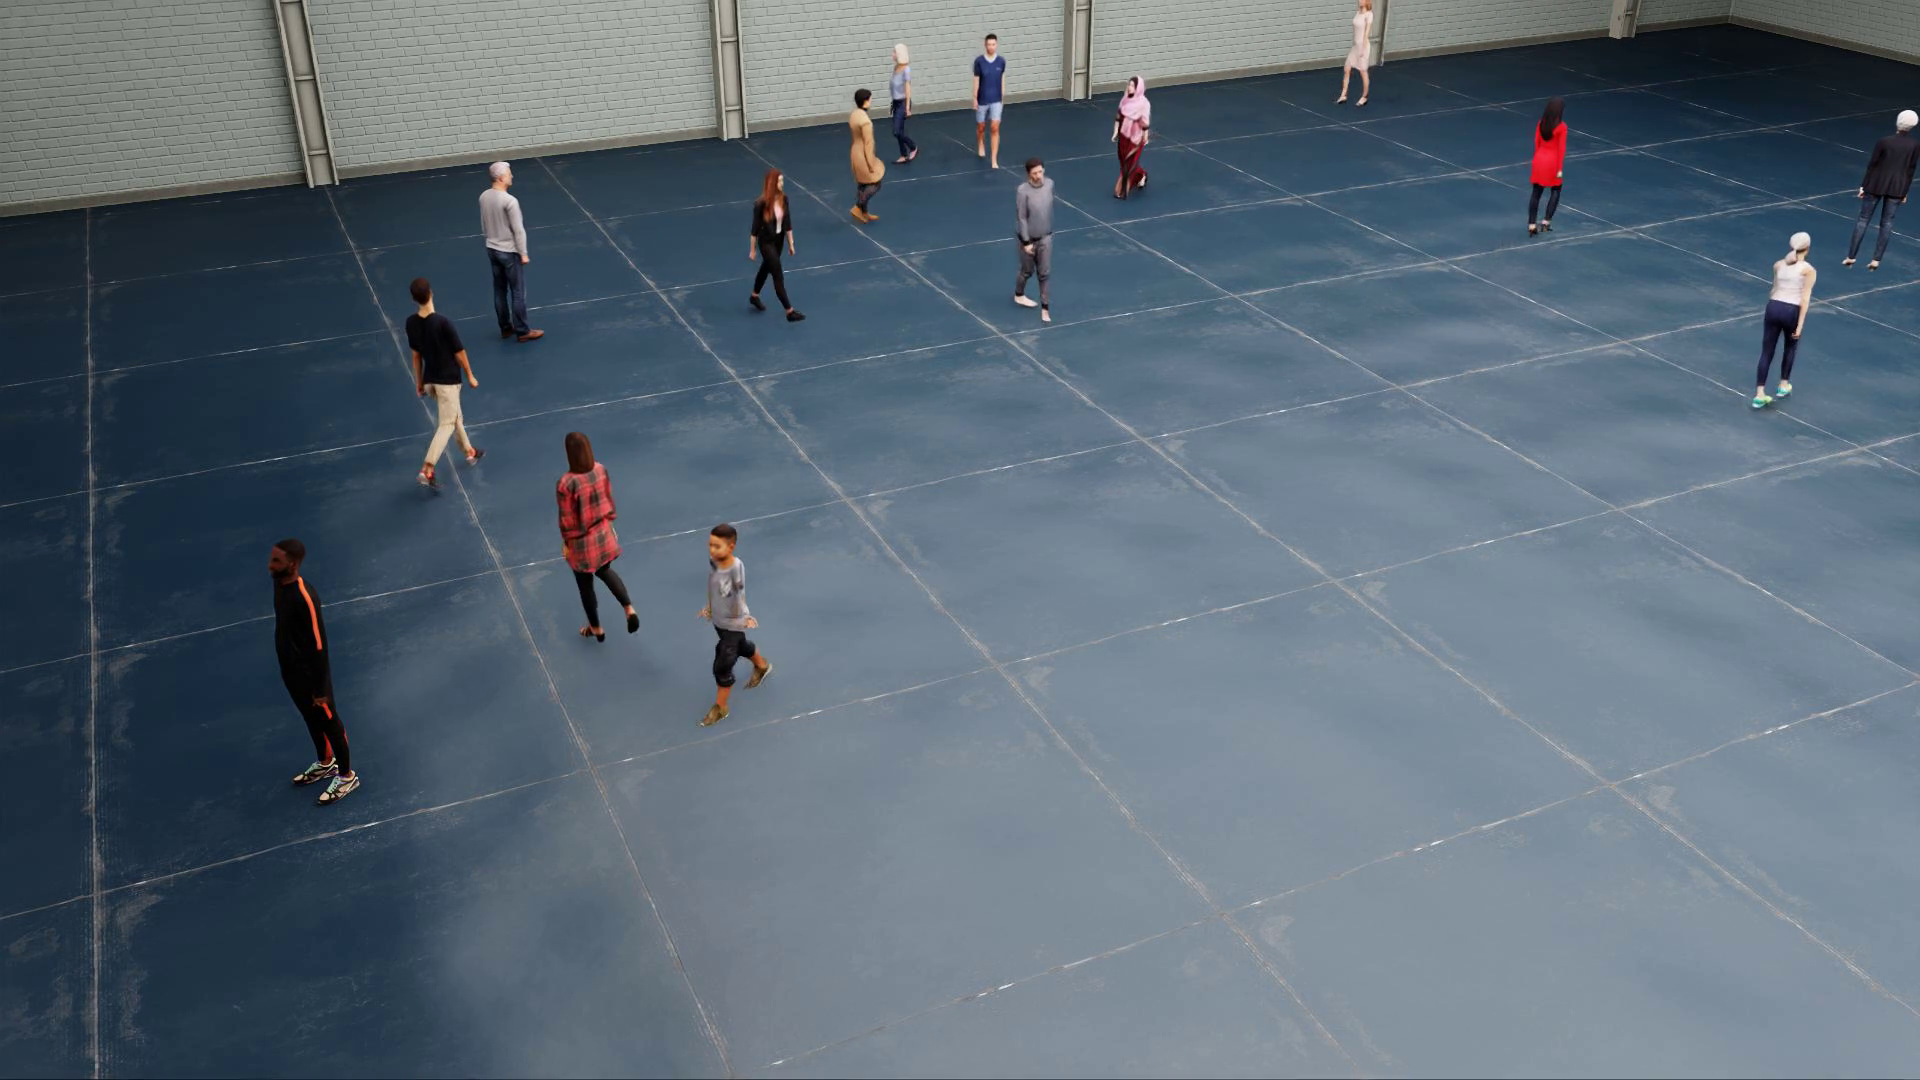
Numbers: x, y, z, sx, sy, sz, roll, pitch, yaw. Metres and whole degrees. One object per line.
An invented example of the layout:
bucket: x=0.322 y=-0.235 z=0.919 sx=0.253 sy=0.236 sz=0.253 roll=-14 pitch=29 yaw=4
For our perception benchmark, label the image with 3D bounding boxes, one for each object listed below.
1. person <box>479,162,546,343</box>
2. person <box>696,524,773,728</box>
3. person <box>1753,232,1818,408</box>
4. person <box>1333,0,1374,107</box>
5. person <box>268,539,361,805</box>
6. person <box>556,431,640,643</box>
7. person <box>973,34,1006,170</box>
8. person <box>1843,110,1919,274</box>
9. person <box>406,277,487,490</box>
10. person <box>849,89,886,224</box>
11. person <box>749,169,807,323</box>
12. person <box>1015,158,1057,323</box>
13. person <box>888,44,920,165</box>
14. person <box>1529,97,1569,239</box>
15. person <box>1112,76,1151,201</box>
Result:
person: x=-4.807 y=-3.043 z=17.598 sx=0.829 sy=1.903 sz=0.823 roll=18 pitch=33 yaw=30
person: x=-1.552 y=0.470 z=11.508 sx=0.893 sy=1.427 sz=1.100 roll=20 pitch=34 yaw=32
person: x=7.922 y=-2.092 z=16.070 sx=0.978 sy=1.660 sz=0.764 roll=-18 pitch=33 yaw=-30
person: x=6.541 y=-7.902 z=26.820 sx=0.817 sy=1.810 sz=0.633 roll=-10 pitch=30 yaw=-18
person: x=-4.109 y=0.802 z=10.478 sx=0.691 sy=1.808 sz=0.666 roll=23 pitch=36 yaw=37
person: x=-2.630 y=0.029 z=12.054 sx=0.875 sy=1.692 sz=0.867 roll=20 pitch=34 yaw=33
person: x=0.390 y=-6.316 z=23.846 sx=1.184 sy=1.807 sz=0.948 roll=-3 pitch=28 yaw=-6
person: x=9.957 y=-3.789 z=17.967 sx=0.824 sy=1.782 sz=0.783 roll=12 pitch=30 yaw=21
person: x=-4.555 y=-1.319 z=14.464 sx=1.139 sy=1.806 sz=1.249 roll=13 pitch=31 yaw=22
person: x=-1.293 y=-4.872 z=21.229 sx=0.777 sy=1.718 sz=0.710 roll=-16 pitch=32 yaw=-27
person: x=-2.125 y=-3.229 z=18.215 sx=0.992 sy=1.651 sz=1.217 roll=23 pitch=36 yaw=37
person: x=0.802 y=-3.344 z=18.289 sx=0.926 sy=1.783 sz=0.767 roll=-16 pitch=32 yaw=-27
person: x=-0.760 y=-6.214 z=23.755 sx=0.612 sy=1.711 sz=0.588 roll=-11 pitch=30 yaw=-20
person: x=7.271 y=-4.622 z=20.743 sx=0.715 sy=1.733 sz=0.703 roll=-21 pitch=34 yaw=-34
person: x=2.357 y=-5.430 z=22.405 sx=0.876 sy=1.598 sz=1.113 roll=25 pitch=37 yaw=38
